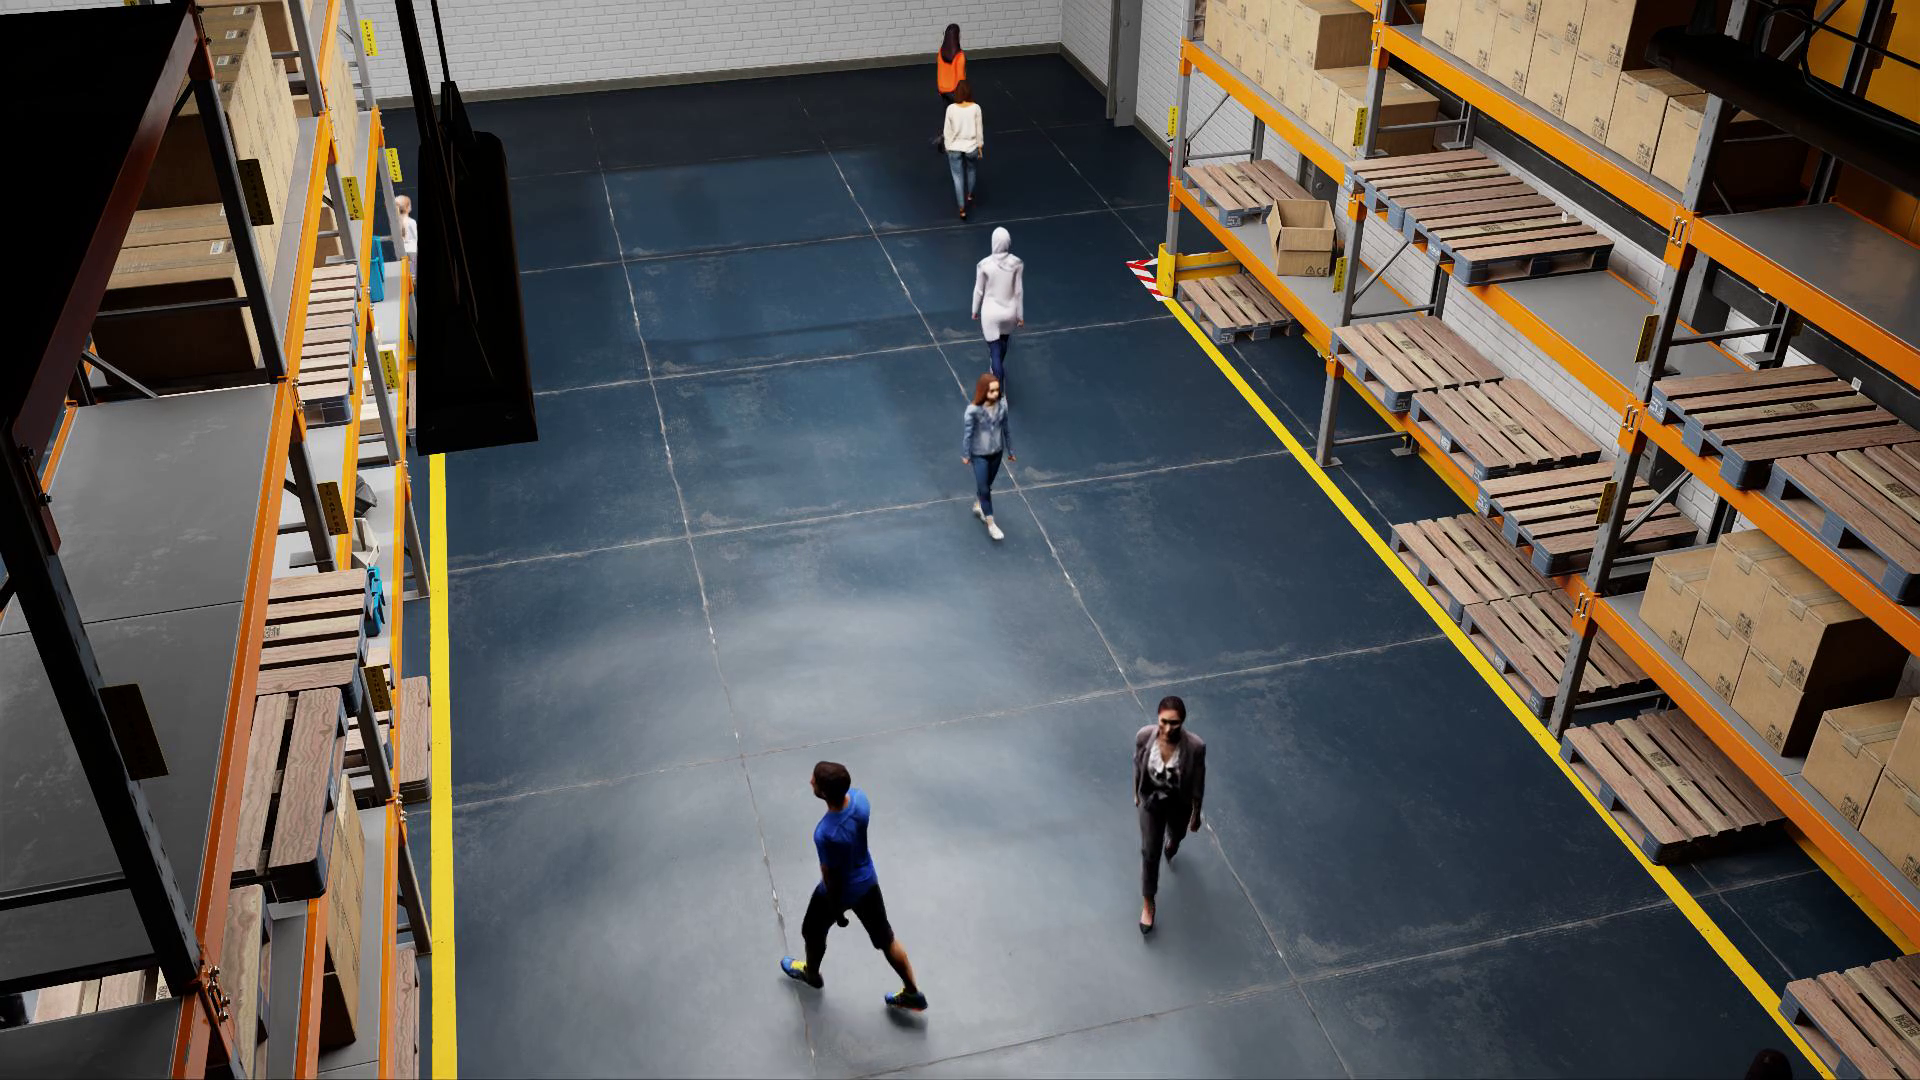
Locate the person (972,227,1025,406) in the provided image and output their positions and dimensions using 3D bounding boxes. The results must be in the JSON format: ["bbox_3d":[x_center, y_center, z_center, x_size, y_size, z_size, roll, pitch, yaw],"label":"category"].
[{"bbox_3d":[0.388,-2.115,16.057,0.689,1.738,1.088,-6,34,-9],"label":"person"}]

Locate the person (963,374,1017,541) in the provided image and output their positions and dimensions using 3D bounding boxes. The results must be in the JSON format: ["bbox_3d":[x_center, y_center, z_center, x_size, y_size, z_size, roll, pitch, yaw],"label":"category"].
[{"bbox_3d":[0.206,-0.781,14.301,0.721,1.461,0.904,-17,37,-24],"label":"person"}]

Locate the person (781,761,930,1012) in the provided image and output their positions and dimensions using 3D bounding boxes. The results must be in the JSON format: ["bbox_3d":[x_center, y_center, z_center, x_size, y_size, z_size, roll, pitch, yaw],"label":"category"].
[{"bbox_3d":[-0.561,2.059,9.697,1.242,1.827,1.146,19,38,26],"label":"person"}]

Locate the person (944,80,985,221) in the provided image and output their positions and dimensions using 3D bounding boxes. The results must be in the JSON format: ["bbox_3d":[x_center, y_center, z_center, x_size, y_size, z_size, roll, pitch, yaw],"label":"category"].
[{"bbox_3d":[0.041,-4.641,19.929,0.803,1.658,1.029,1,34,1],"label":"person"}]

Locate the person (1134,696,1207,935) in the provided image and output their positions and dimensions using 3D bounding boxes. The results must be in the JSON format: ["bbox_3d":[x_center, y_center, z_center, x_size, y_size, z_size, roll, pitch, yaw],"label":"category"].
[{"bbox_3d":[1.329,1.624,10.519,0.993,1.641,1.187,9,35,13],"label":"person"}]

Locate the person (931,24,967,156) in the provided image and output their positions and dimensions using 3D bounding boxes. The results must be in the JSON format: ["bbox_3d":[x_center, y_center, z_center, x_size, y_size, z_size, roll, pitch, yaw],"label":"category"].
[{"bbox_3d":[-0.171,-5.812,21.619,0.886,1.737,0.883,-27,42,-34],"label":"person"}]
